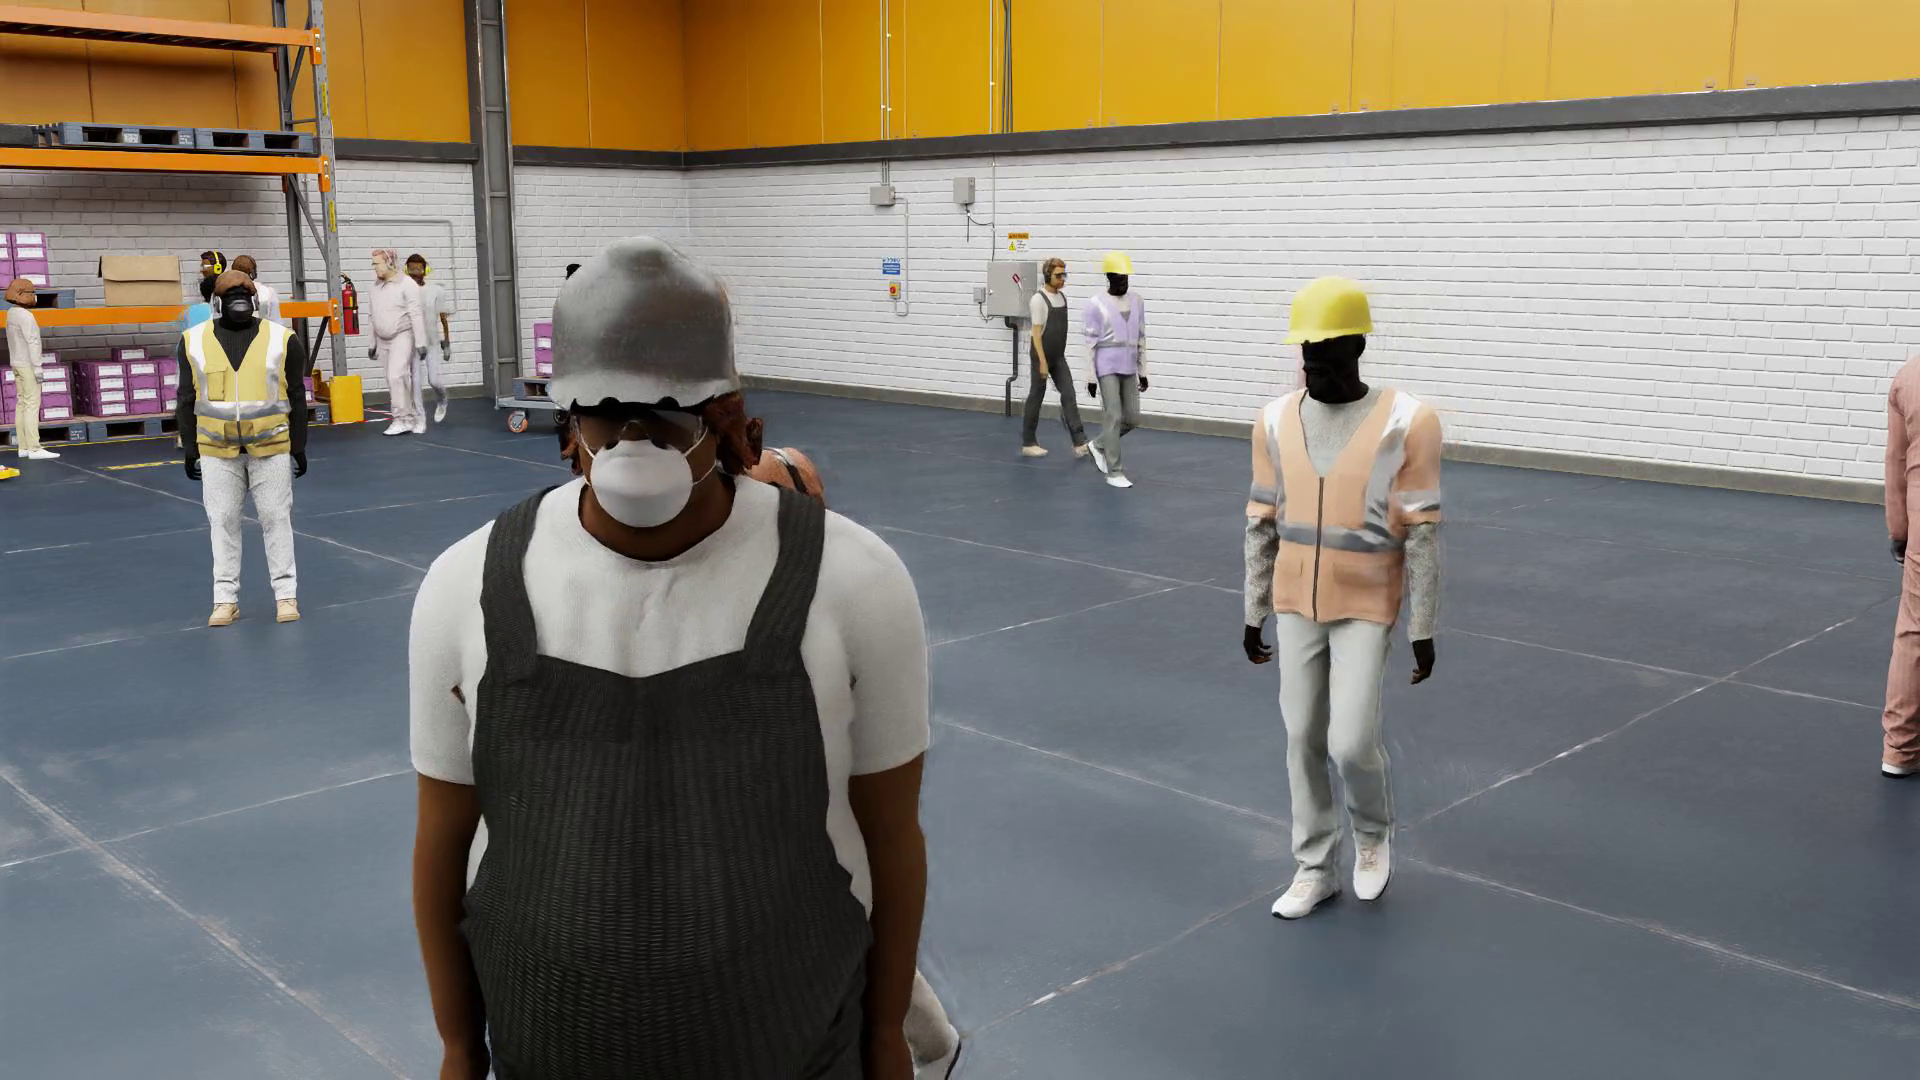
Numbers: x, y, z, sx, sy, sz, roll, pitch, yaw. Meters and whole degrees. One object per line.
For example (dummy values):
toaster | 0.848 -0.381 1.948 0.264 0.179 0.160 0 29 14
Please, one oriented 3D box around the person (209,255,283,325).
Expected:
person | -6.593 -1.721 15.475 0.623 1.844 0.429 -2 11 -11

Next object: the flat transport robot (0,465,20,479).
flat transport robot | -8.457 -0.549 13.361 0.652 0.197 1.431 7 13 36

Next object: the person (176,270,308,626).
person | -3.729 -0.475 8.671 0.633 1.846 0.429 -3 11 -17

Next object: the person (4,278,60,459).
person | -8.473 -1.554 15.128 0.509 1.632 0.269 9 14 42

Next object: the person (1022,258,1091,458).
person | 0.898 -1.619 14.996 0.903 1.805 0.548 9 14 40

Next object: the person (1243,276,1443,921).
person | 1.089 0.190 4.872 0.609 1.904 0.417 8 13 37

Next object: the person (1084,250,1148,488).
person | 1.235 -1.391 13.495 0.602 1.907 0.593 -7 13 -34

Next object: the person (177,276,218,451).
person | -7.123 -1.669 15.725 0.538 1.643 0.853 3 11 14

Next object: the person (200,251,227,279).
person | -7.219 -1.872 16.221 0.328 1.872 0.513 -10 14 -43

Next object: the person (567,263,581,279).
person | -4.426 -2.351 19.306 0.318 1.696 0.532 2 11 9

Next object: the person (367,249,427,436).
person | -5.787 -1.979 16.781 0.666 1.876 0.741 5 12 27

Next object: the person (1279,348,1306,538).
person | 2.112 -0.622 9.734 0.478 1.747 0.533 10 14 42

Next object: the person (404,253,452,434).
person | -5.521 -2.037 17.226 0.519 1.841 0.691 0 10 -1

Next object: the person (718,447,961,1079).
person | -0.324 0.582 3.580 0.525 1.601 0.859 9 13 39

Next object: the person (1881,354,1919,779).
person | 3.664 -0.018 6.002 0.409 1.911 0.650 -4 11 -22
